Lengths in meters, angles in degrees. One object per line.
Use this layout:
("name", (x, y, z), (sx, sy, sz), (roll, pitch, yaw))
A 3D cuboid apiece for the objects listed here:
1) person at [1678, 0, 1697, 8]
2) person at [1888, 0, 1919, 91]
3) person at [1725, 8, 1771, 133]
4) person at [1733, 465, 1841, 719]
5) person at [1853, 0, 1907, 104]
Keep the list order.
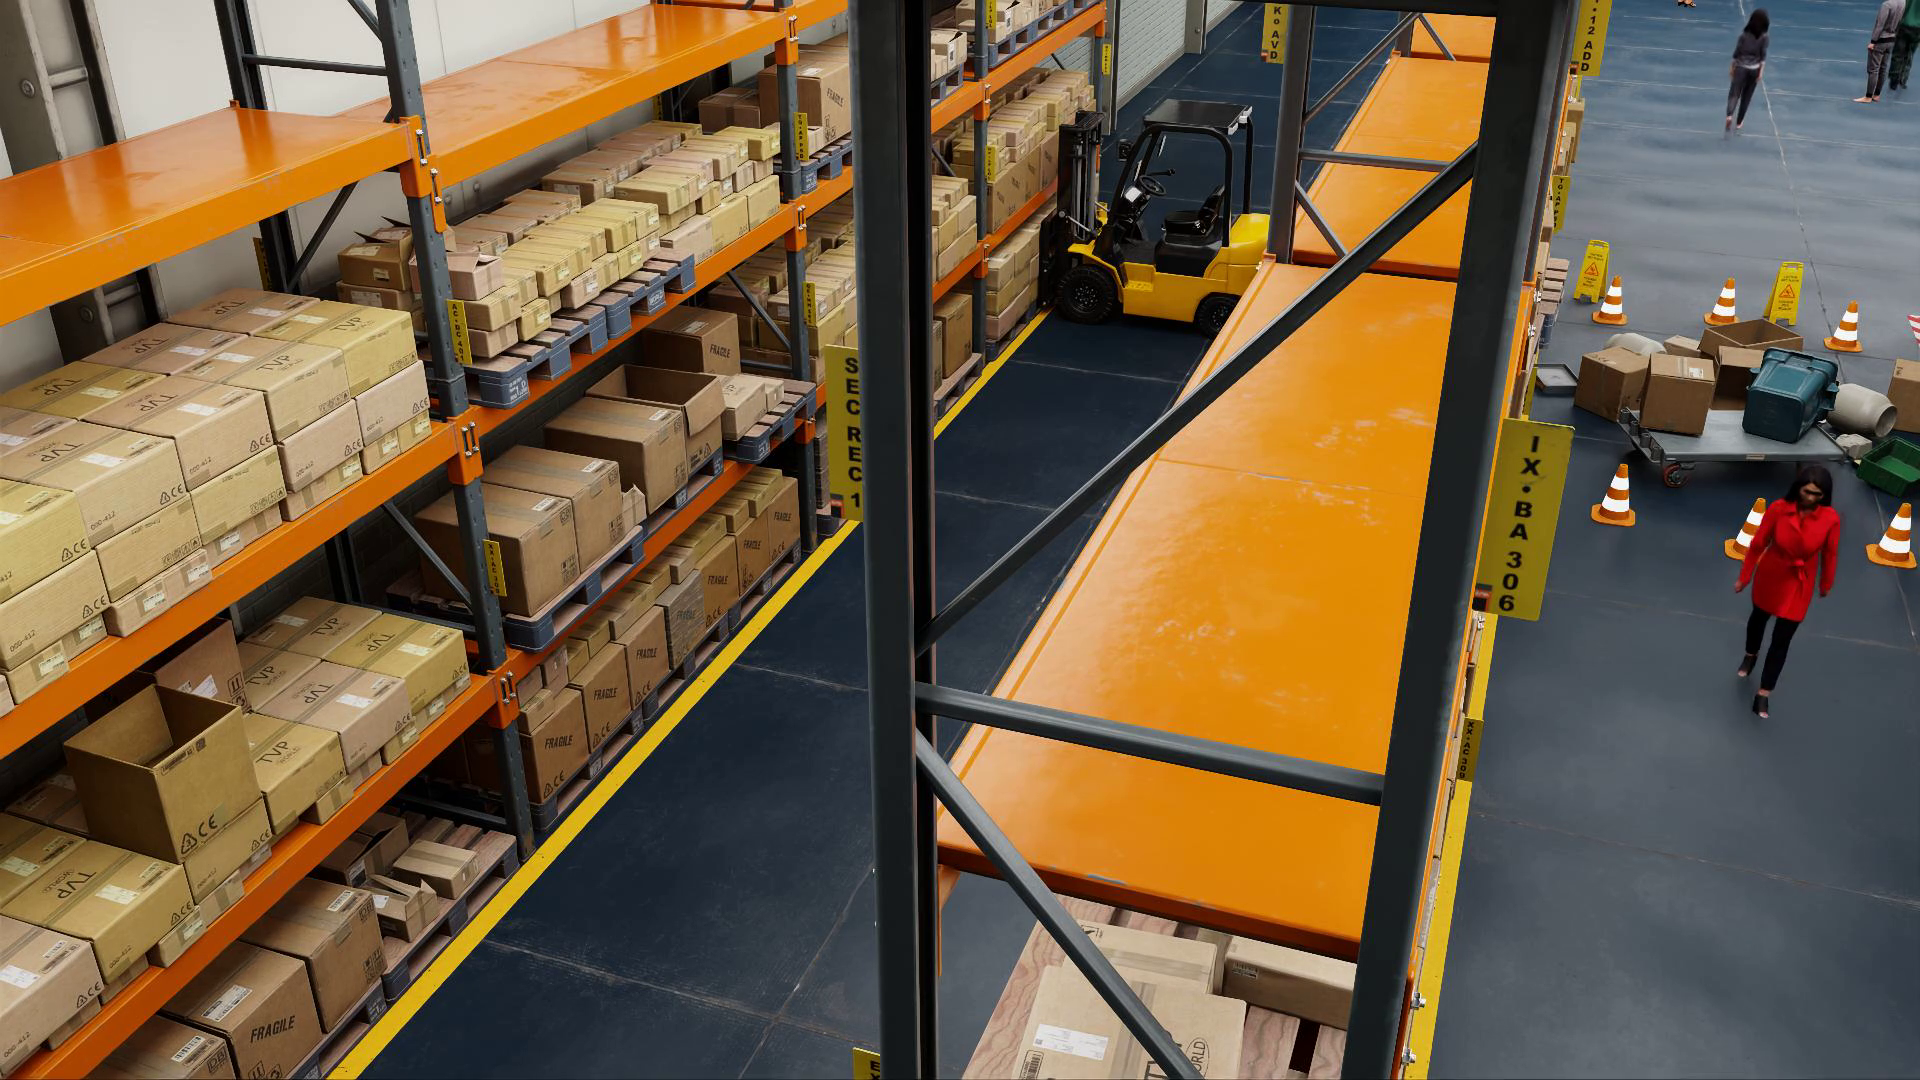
("person", (14.472, -11.420, 32.801), (0.760, 1.702, 0.679), (-9, 29, -16))
("person", (15.070, -8.114, 26.403), (0.699, 1.880, 0.694), (10, 30, 18))
("person", (11.302, -6.709, 23.919), (0.691, 1.736, 1.087), (14, 31, 24))
("person", (5.381, 0.261, 10.870), (0.780, 1.700, 1.031), (14, 31, 25))
("person", (14.260, -7.704, 25.673), (0.736, 1.843, 0.811), (-14, 31, -24))
